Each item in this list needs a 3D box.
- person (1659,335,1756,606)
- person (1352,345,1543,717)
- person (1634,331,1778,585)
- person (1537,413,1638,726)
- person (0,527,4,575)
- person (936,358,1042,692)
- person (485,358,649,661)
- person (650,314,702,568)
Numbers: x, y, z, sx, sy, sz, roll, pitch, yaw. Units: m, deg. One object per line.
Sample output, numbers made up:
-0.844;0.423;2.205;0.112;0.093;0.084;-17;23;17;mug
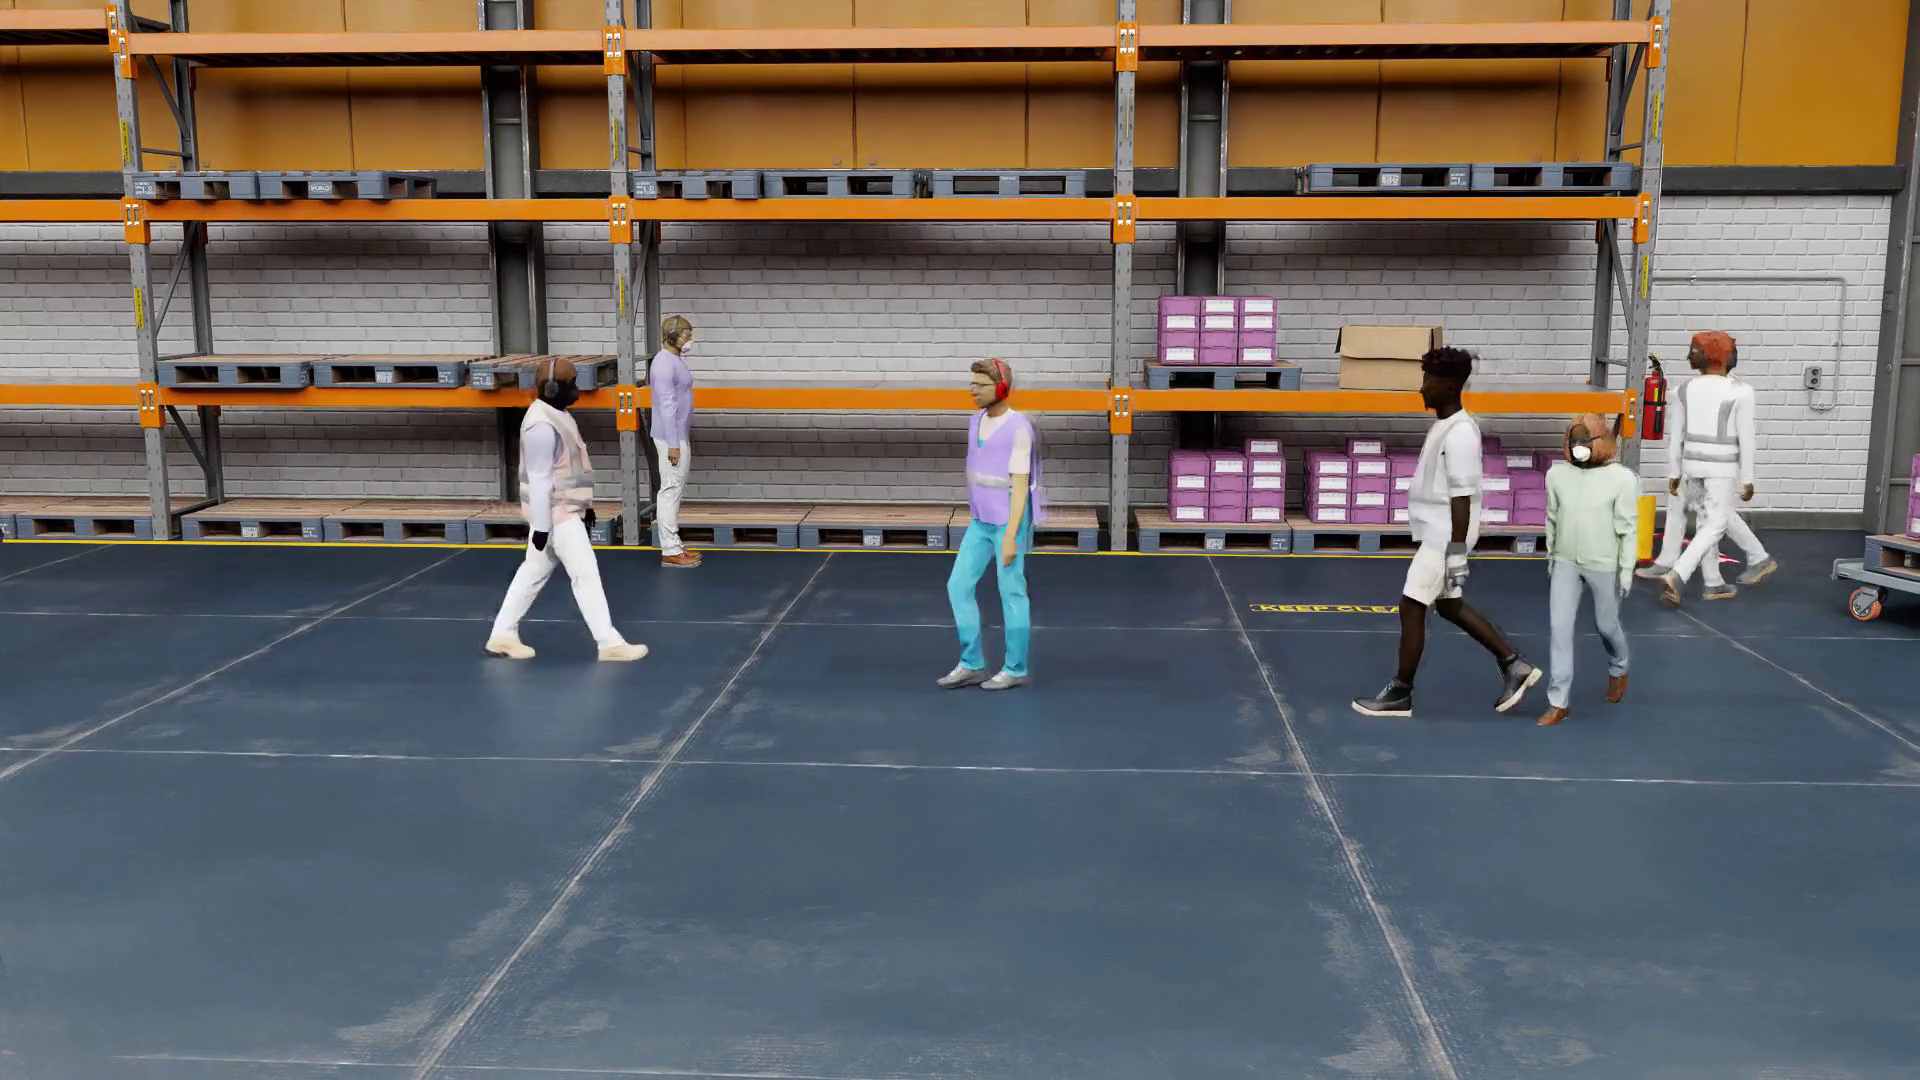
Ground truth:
5.071;-0.466;11.310;0.893;1.857;0.578;-6;11;-31;person
2.538;-0.031;8.513;0.900;1.939;0.609;2;10;12;person
5.498;-0.593;12.082;0.902;1.856;0.574;1;10;8;person
3.279;0.127;8.622;0.504;1.601;0.819;9;13;42;person
-5.651;-0.128;9.210;0.678;1.891;0.433;-1;10;-7;person
0.118;-0.062;9.008;0.642;1.826;0.596;-6;11;-30;person
-2.375;-0.166;9.745;0.949;1.804;0.630;-2;10;-10;person
-2.190;-0.761;12.802;0.373;1.937;0.629;-1;10;-5;person
